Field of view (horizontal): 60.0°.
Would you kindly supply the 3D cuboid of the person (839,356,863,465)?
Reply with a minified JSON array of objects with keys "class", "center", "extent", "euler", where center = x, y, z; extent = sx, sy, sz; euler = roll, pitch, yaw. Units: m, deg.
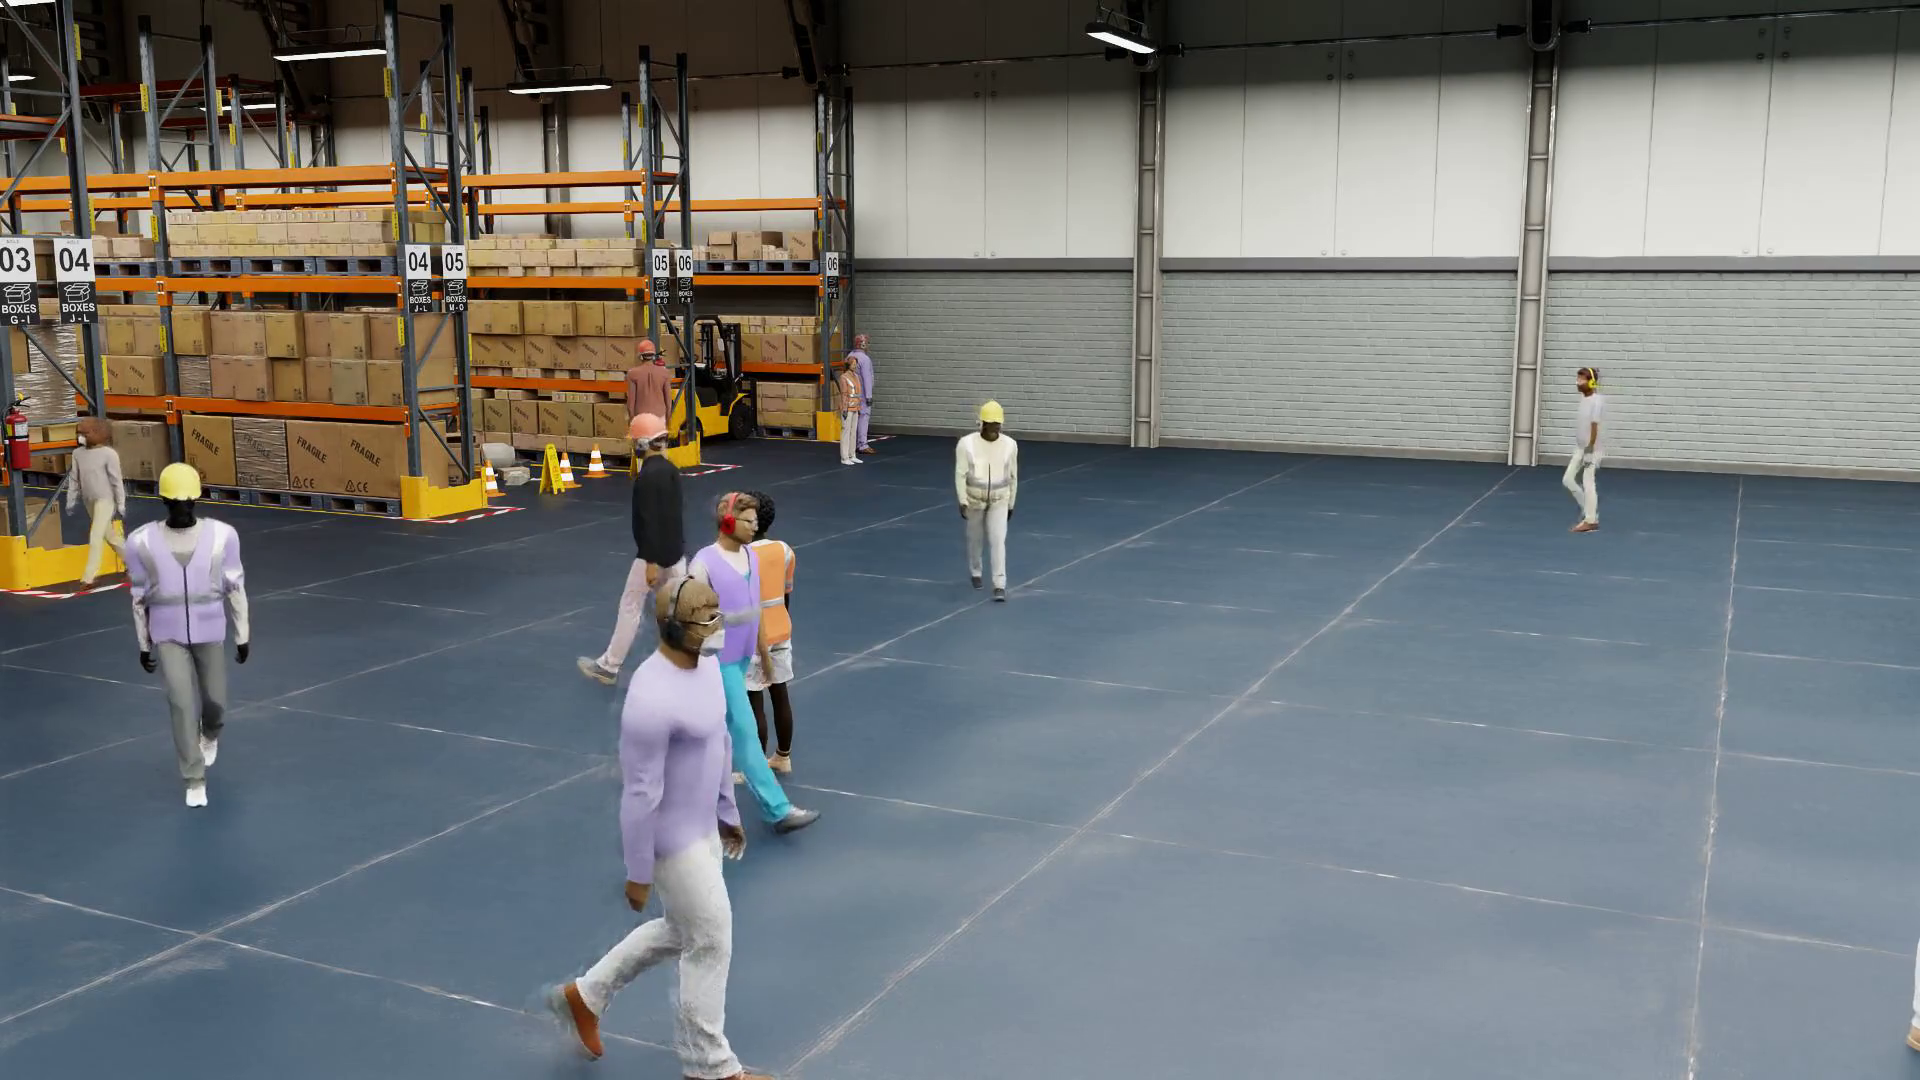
[{"class":"person","center":[-1.654,-1.955,25.128],"extent":[0.306,1.639,0.524],"euler":[4,10,21]}]

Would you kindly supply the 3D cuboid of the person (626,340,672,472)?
[{"class":"person","center":[-4.185,-1.692,22.420],"extent":[0.611,1.997,0.375],"euler":[-4,10,-23]}]

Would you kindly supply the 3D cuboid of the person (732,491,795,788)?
[{"class":"person","center":[-1.150,0.565,9.502],"extent":[0.319,1.697,0.532],"euler":[6,11,33]}]

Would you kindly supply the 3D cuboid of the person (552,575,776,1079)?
[{"class":"person","center":[-1.077,1.050,5.888],"extent":[0.814,1.912,0.633],"euler":[1,9,7]}]

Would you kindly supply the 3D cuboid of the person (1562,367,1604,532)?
[{"class":"person","center":[7.005,-1.002,18.623],"extent":[0.405,1.857,0.505],"euler":[-1,9,-5]}]

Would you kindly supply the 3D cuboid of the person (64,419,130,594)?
[{"class":"person","center":[-7.975,-0.343,15.423],"extent":[0.504,1.585,0.878],"euler":[3,10,19]}]

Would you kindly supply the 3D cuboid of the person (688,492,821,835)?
[{"class":"person","center":[-1.154,0.643,8.750],"extent":[0.988,1.782,0.576],"euler":[4,10,21]}]

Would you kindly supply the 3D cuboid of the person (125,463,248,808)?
[{"class":"person","center":[-4.327,0.492,9.352],"extent":[0.587,1.901,0.773],"euler":[-5,10,-26]}]

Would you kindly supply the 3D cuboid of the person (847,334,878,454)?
[{"class":"person","center":[-1.567,-2.335,26.642],"extent":[0.406,1.904,0.654],"euler":[-6,11,-32]}]

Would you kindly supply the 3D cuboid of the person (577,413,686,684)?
[{"class":"person","center":[-2.207,0.077,11.748],"extent":[1.014,1.937,0.657],"euler":[2,10,15]}]

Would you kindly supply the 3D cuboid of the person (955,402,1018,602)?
[{"class":"person","center":[0.239,-0.368,15.004],"extent":[0.574,1.777,0.964],"euler":[-1,9,-5]}]

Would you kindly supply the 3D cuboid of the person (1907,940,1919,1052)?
[{"class":"person","center":[3.836,1.045,6.147],"extent":[0.625,1.836,0.428],"euler":[-4,10,-21]}]
